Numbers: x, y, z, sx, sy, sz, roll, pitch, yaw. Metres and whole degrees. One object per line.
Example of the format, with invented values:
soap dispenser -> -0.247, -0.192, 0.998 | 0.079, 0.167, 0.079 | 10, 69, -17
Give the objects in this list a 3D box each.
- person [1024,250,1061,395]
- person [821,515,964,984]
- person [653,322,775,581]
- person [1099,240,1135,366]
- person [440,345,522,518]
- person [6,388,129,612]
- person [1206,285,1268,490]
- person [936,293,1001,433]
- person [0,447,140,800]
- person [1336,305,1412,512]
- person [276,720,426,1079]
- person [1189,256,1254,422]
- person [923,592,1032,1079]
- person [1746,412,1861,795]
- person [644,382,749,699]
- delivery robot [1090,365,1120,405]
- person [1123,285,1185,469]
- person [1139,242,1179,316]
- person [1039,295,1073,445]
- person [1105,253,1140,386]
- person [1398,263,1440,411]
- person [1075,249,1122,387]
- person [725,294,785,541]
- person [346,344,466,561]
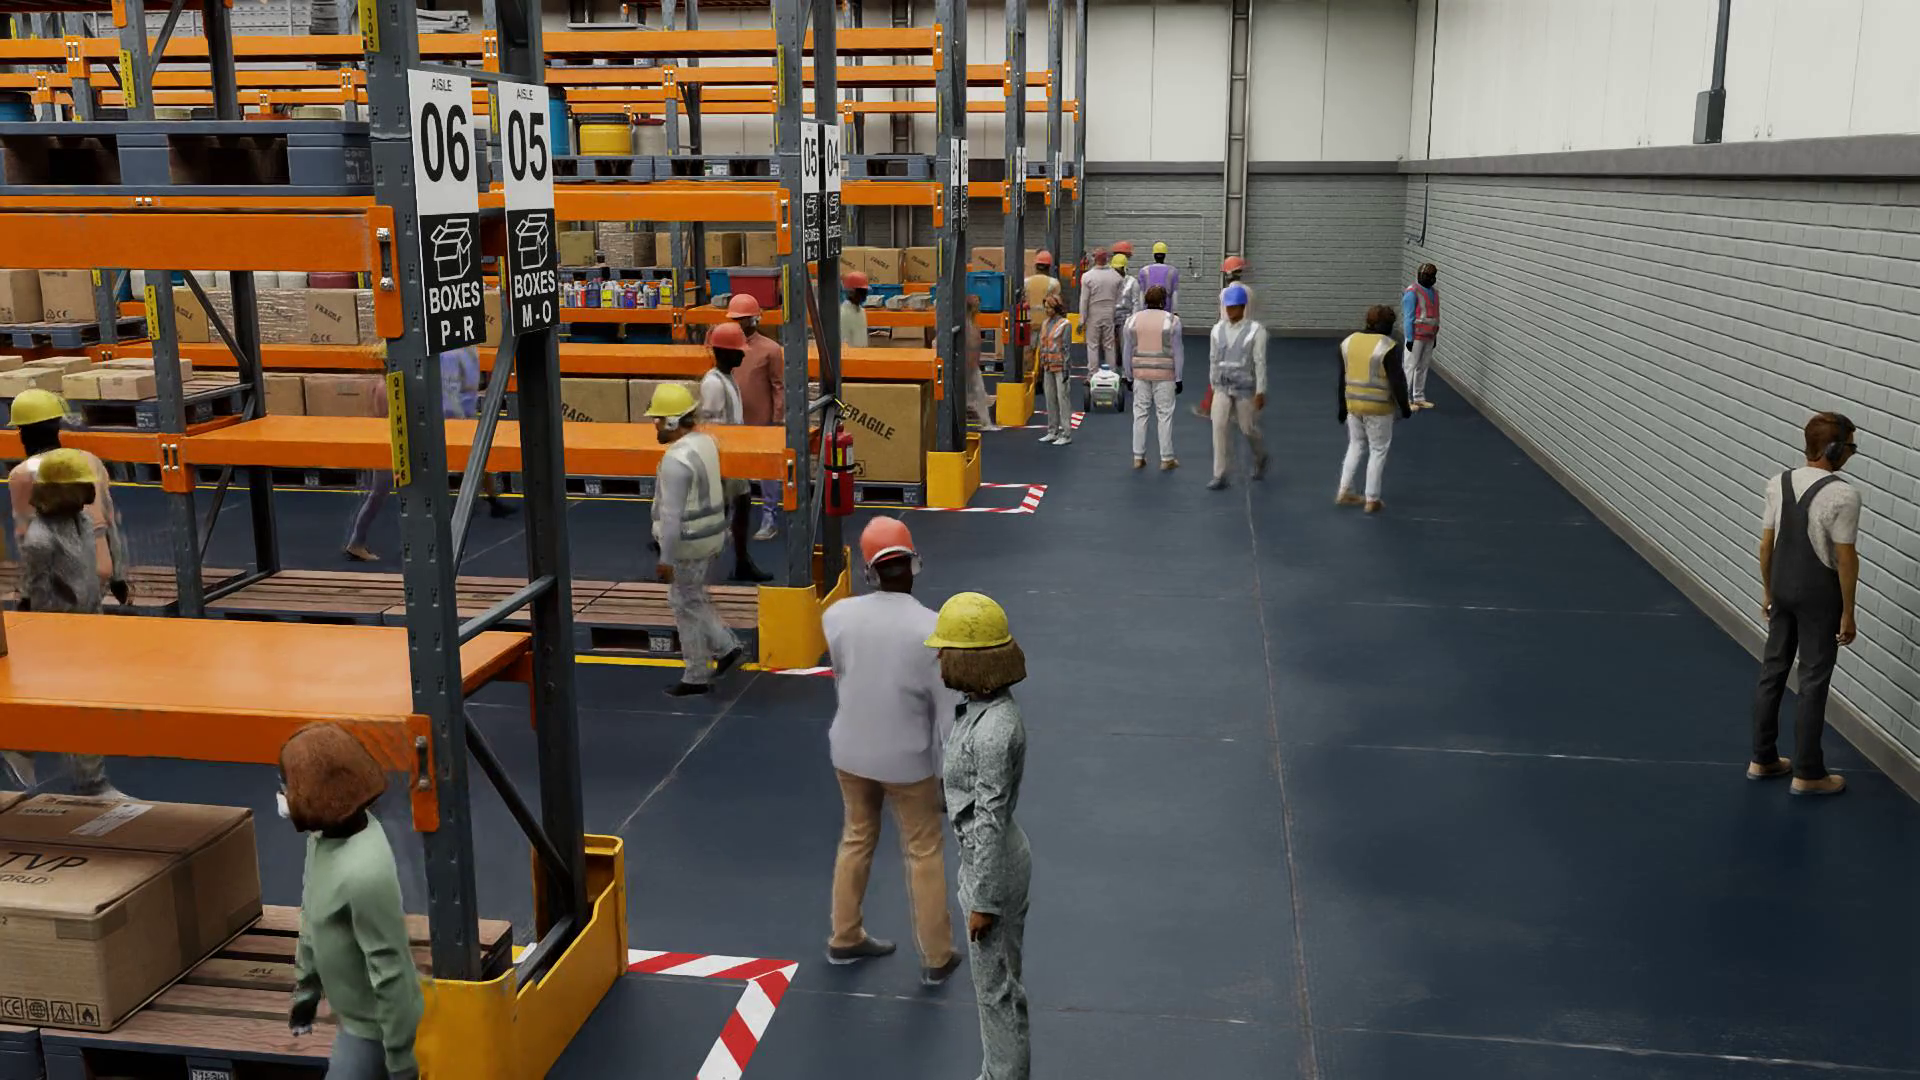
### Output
person -> 1.076, -2.901, 22.237 | 0.571, 1.918, 0.399 | 3, 13, 14
person -> -0.221, 0.770, 6.101 | 0.575, 1.730, 0.377 | 5, 14, 23
person -> -1.793, -0.616, 11.976 | 0.799, 1.909, 0.566 | 1, 13, 5
person -> 2.440, -3.618, 25.488 | 0.482, 1.925, 0.572 | 3, 13, 12
person -> -4.205, -1.094, 14.164 | 0.971, 1.880, 0.567 | 2, 13, 10
person -> -4.441, 0.166, 8.481 | 0.876, 1.888, 0.581 | 1, 13, 6
person -> 2.647, -1.457, 15.729 | 0.614, 1.919, 0.851 | 9, 15, 35
person -> 0.032, -2.013, 18.945 | 0.827, 1.598, 0.529 | 4, 13, 16
person -> -4.192, 0.421, 7.684 | 0.593, 1.725, 0.495 | 0, 12, -2
person -> 3.619, -1.143, 14.567 | 0.486, 1.811, 0.668 | -8, 15, -32
person -> -1.534, 1.237, 4.268 | 0.394, 1.616, 0.512 | -6, 14, -26
person -> 3.194, -2.395, 19.868 | 0.658, 1.948, 0.954 | -10, 16, -38
person -> 0.053, 1.005, 5.036 | 0.322, 1.736, 0.485 | -1, 13, -3
person -> 4.060, 0.303, 7.966 | 0.344, 1.839, 0.504 | -6, 14, -24
person -> -1.526, 0.016, 9.317 | 0.450, 1.812, 0.596 | 1, 13, 7
delivery robot -> 1.819, -1.947, 20.832 | 0.477, 0.478, 0.707 | 2, 13, 7
person -> 1.952, -1.628, 16.674 | 0.621, 1.845, 0.429 | 6, 14, 24
person -> 2.958, -3.460, 24.769 | 0.584, 1.919, 0.390 | 2, 13, 9
person -> 1.053, -1.863, 18.221 | 0.313, 1.631, 0.525 | -8, 15, -33
person -> 2.201, -3.073, 23.217 | 0.586, 1.835, 0.403 | 8, 15, 31
person -> 5.774, -2.538, 20.814 | 0.623, 1.835, 0.431 | -11, 17, -40
person -> 1.913, -3.070, 23.069 | 0.682, 1.903, 0.400 | -6, 14, -24
person -> -1.702, -0.987, 13.431 | 0.614, 1.993, 0.395 | 7, 14, 27
person -> -4.305, -0.672, 12.643 | 0.892, 1.730, 0.527 | 2, 13, 8
